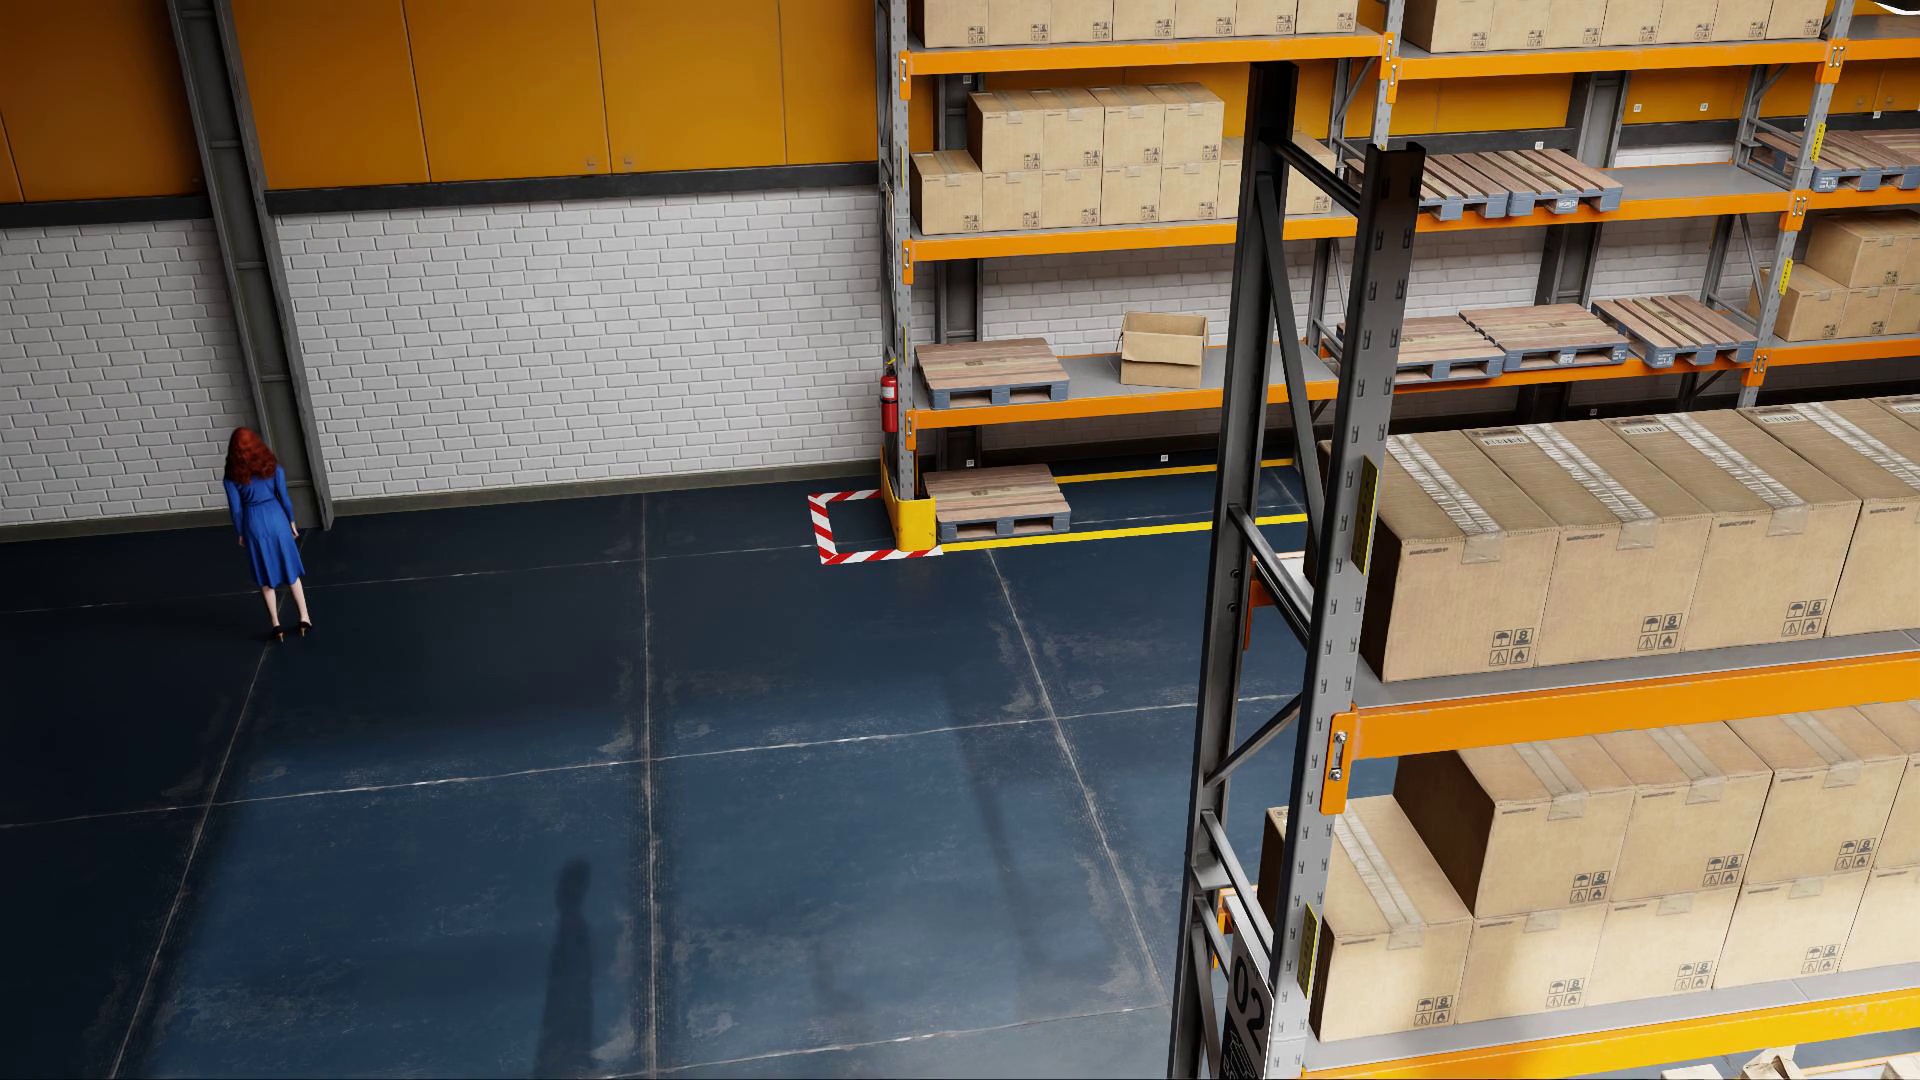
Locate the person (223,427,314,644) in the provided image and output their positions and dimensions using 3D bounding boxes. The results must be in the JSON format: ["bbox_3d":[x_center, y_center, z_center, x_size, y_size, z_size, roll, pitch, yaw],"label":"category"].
[{"bbox_3d":[-5.420,-0.033,13.017,0.580,1.828,0.715,-11,31,-19],"label":"person"}]
